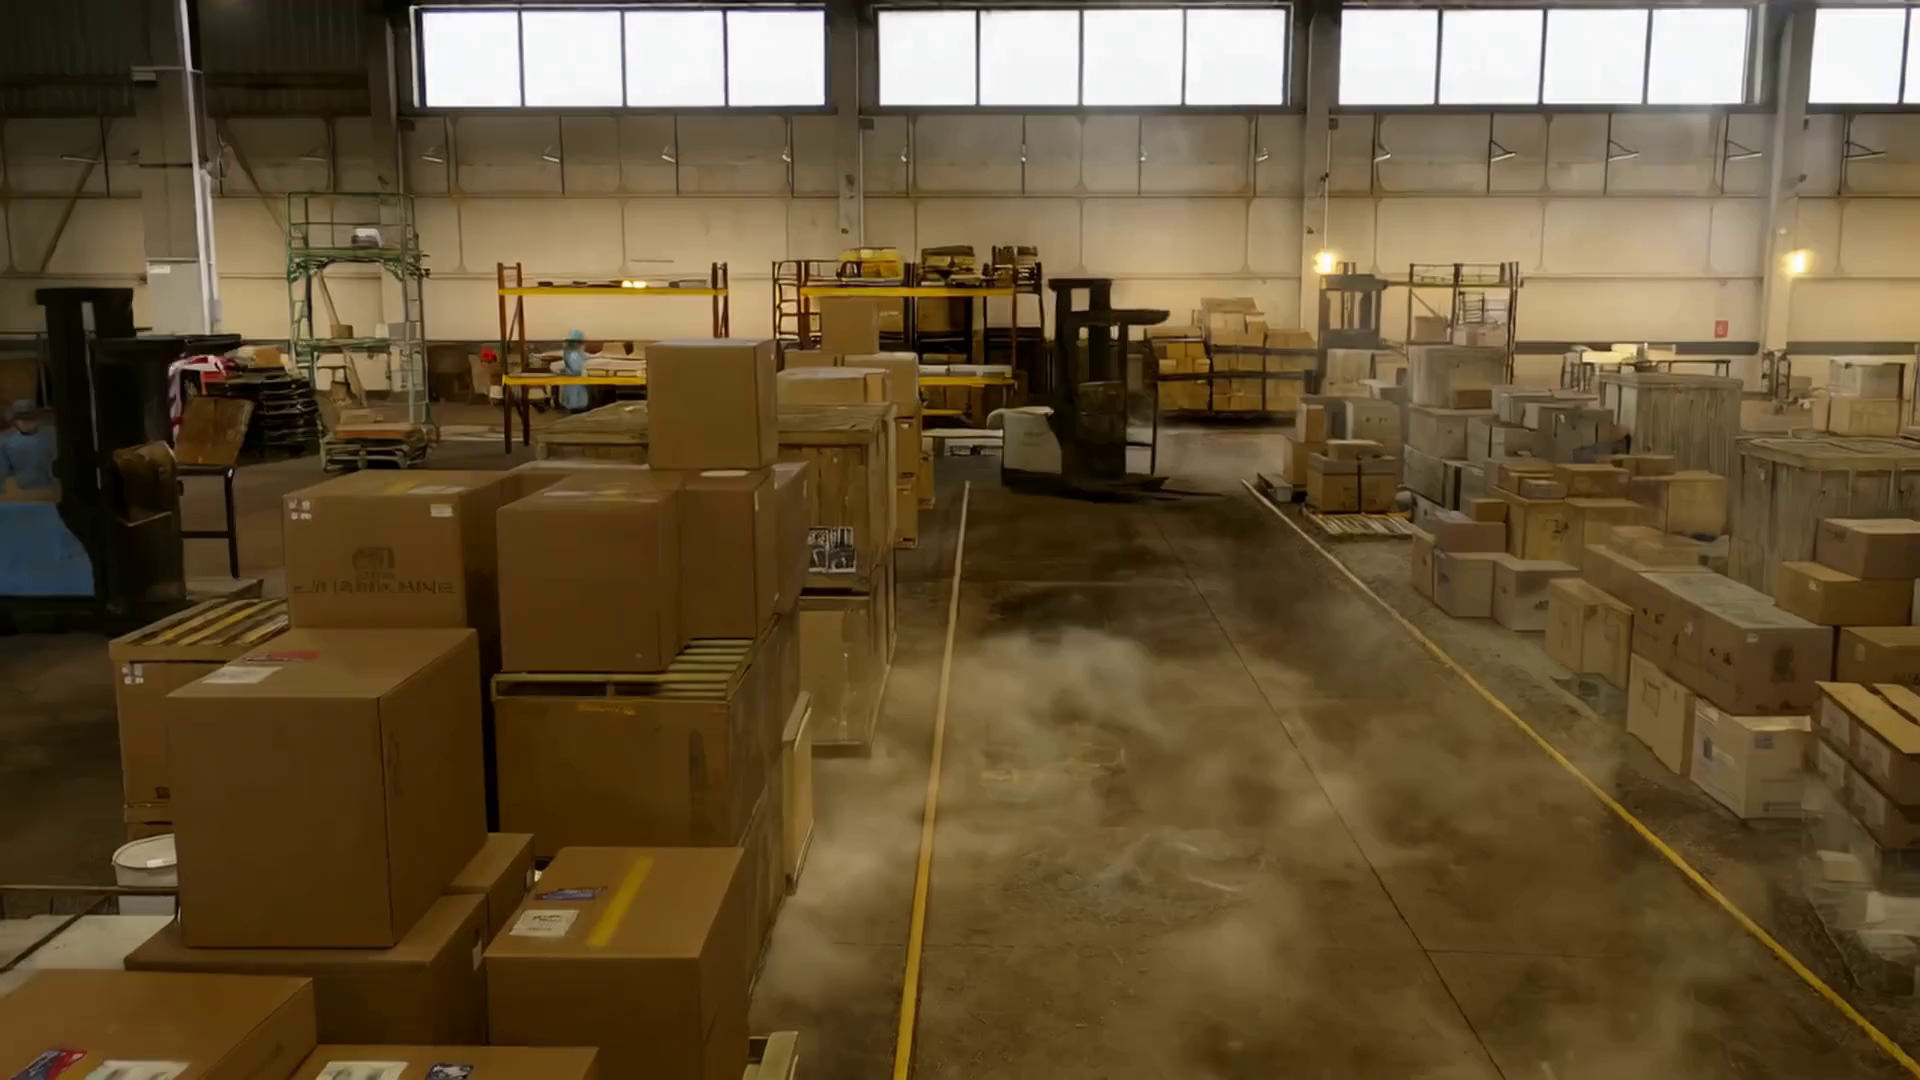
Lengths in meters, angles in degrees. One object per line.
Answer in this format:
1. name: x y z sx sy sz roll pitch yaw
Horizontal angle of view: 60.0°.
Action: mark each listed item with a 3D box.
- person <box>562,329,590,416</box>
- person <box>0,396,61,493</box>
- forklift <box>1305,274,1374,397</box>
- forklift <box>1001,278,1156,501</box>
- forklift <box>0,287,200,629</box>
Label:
1. person: -6.319 -2.521 27.551 0.356 1.937 0.552 4 10 22
2. person: -7.915 -0.300 14.342 0.681 1.907 0.732 -4 10 -21
3. forklift: 6.893 -3.384 29.906 1.129 2.768 1.873 0 9 1
4. forklift: 1.558 -2.018 21.725 1.873 2.768 1.129 8 13 41
5. forklift: -7.212 -0.718 13.939 1.873 2.768 1.129 0 9 0
